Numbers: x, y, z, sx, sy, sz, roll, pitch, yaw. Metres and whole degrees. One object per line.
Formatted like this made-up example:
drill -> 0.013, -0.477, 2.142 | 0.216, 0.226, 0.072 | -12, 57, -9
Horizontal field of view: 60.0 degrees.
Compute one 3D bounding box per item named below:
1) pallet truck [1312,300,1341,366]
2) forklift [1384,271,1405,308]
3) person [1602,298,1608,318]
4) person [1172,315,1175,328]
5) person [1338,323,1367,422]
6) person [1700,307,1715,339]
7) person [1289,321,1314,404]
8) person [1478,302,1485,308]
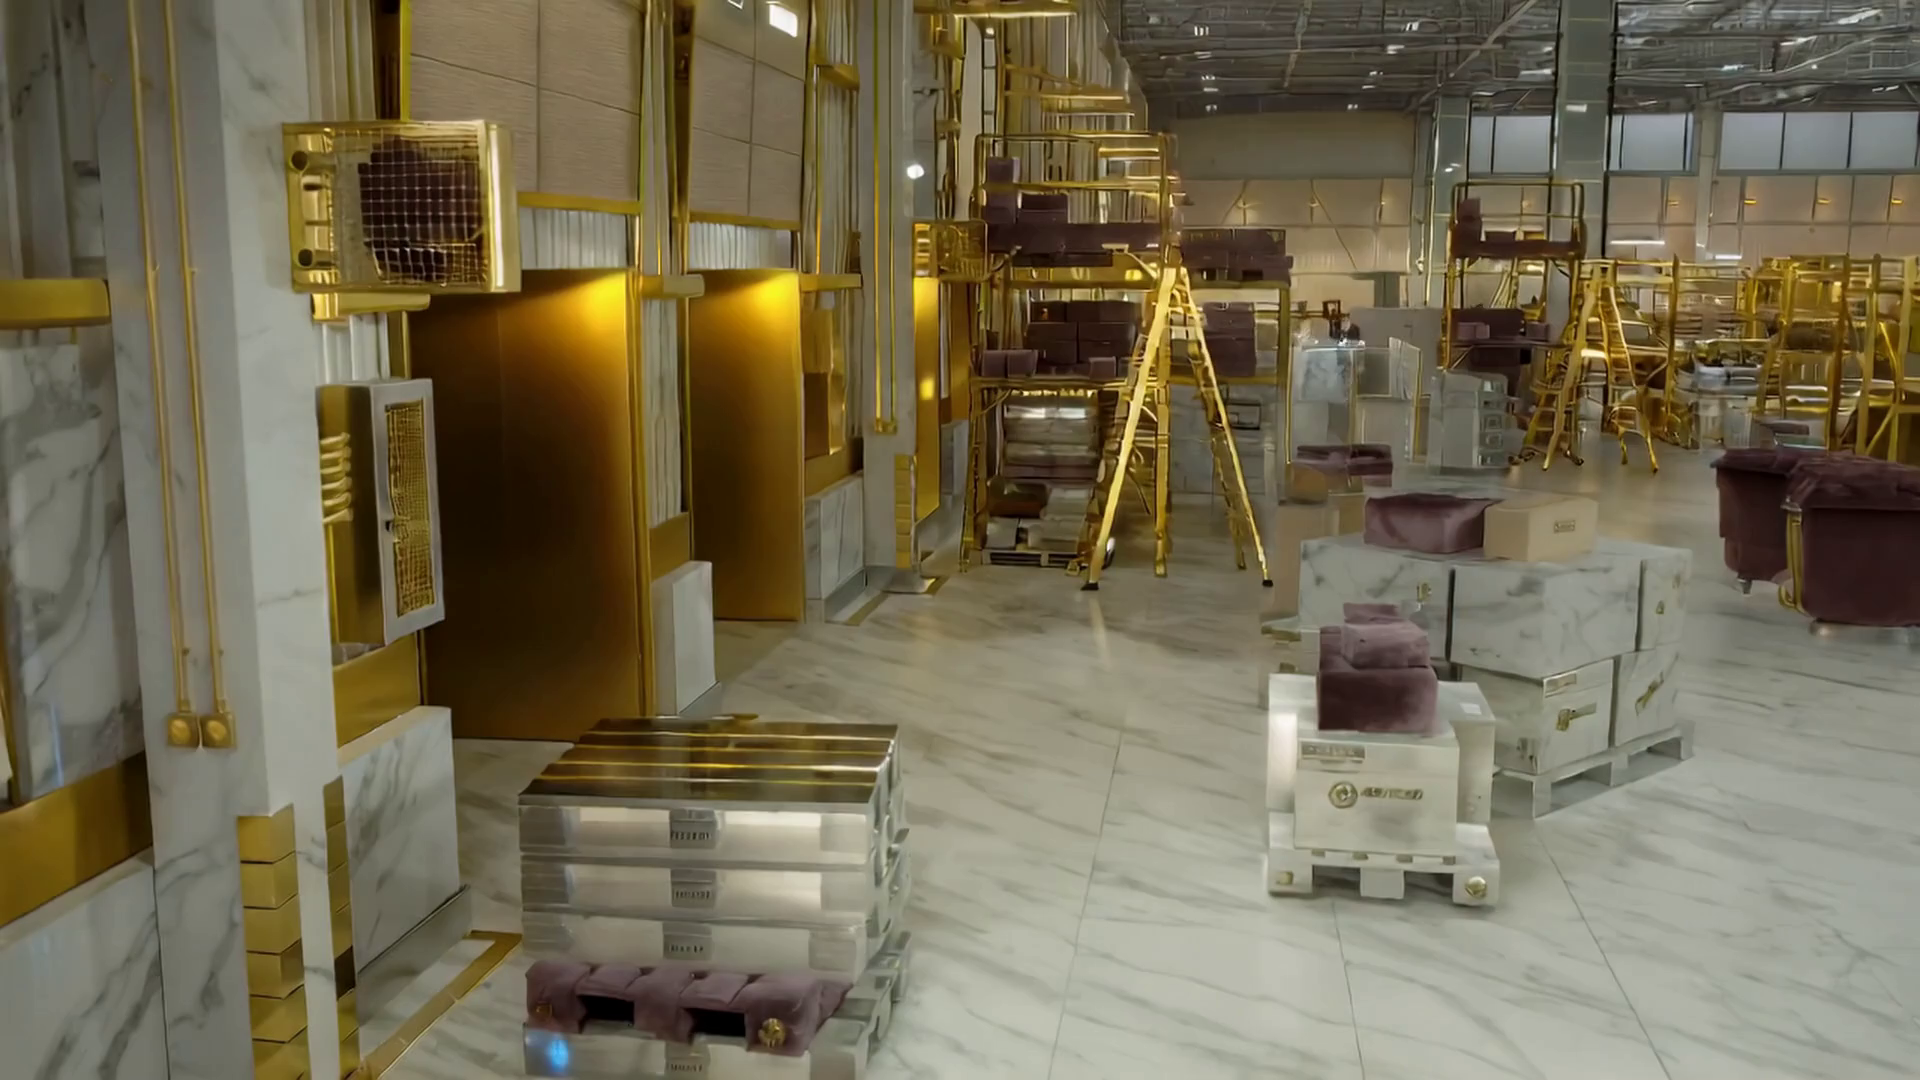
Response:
pallet truck -> 11.159, -6.200, 49.718 | 0.823, 1.965, 1.885 | 4, 10, 26
forklift -> 10.893, -5.388, 41.996 | 1.873, 2.768, 1.129 | 1, 9, 9
person -> 21.801, -7.257, 56.477 | 0.559, 1.922, 0.694 | 0, 9, 3
person -> 6.143, -5.949, 49.342 | 0.596, 1.616, 0.546 | 8, 12, 41
person -> 7.386, -3.168, 31.457 | 0.580, 1.860, 0.734 | -3, 10, -18
person -> 18.708, -4.875, 41.729 | 0.361, 1.938, 0.635 | 8, 12, 39
person -> 7.176, -3.692, 34.860 | 0.523, 1.791, 0.960 | 6, 11, 34
person -> 15.386, -6.104, 49.395 | 0.637, 1.920, 0.828 | -3, 10, -18
